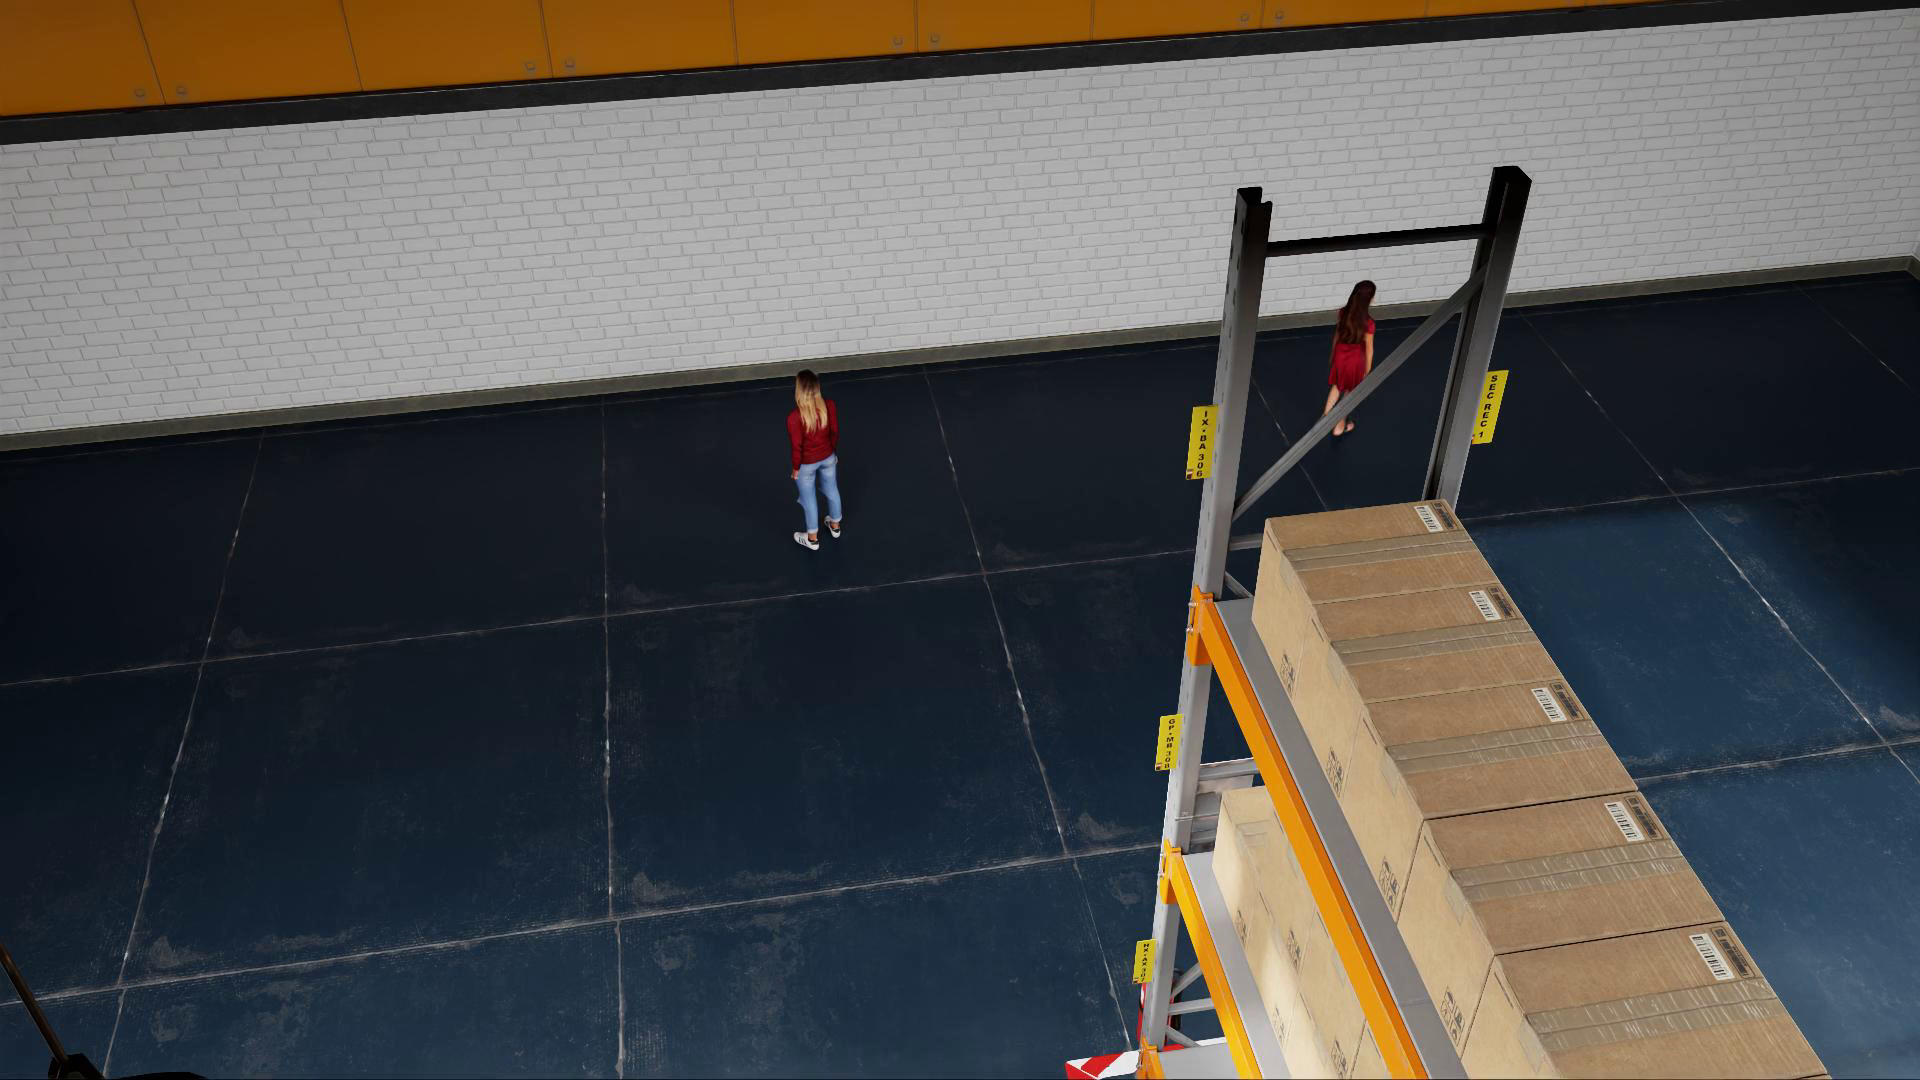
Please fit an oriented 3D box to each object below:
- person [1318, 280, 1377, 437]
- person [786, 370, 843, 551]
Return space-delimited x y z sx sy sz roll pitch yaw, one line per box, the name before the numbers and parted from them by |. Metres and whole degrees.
person | 3.328 -1.532 14.384 0.788 1.540 0.822 31 48 33
person | -1.156 -0.645 13.198 0.681 1.634 0.679 -26 45 -29
